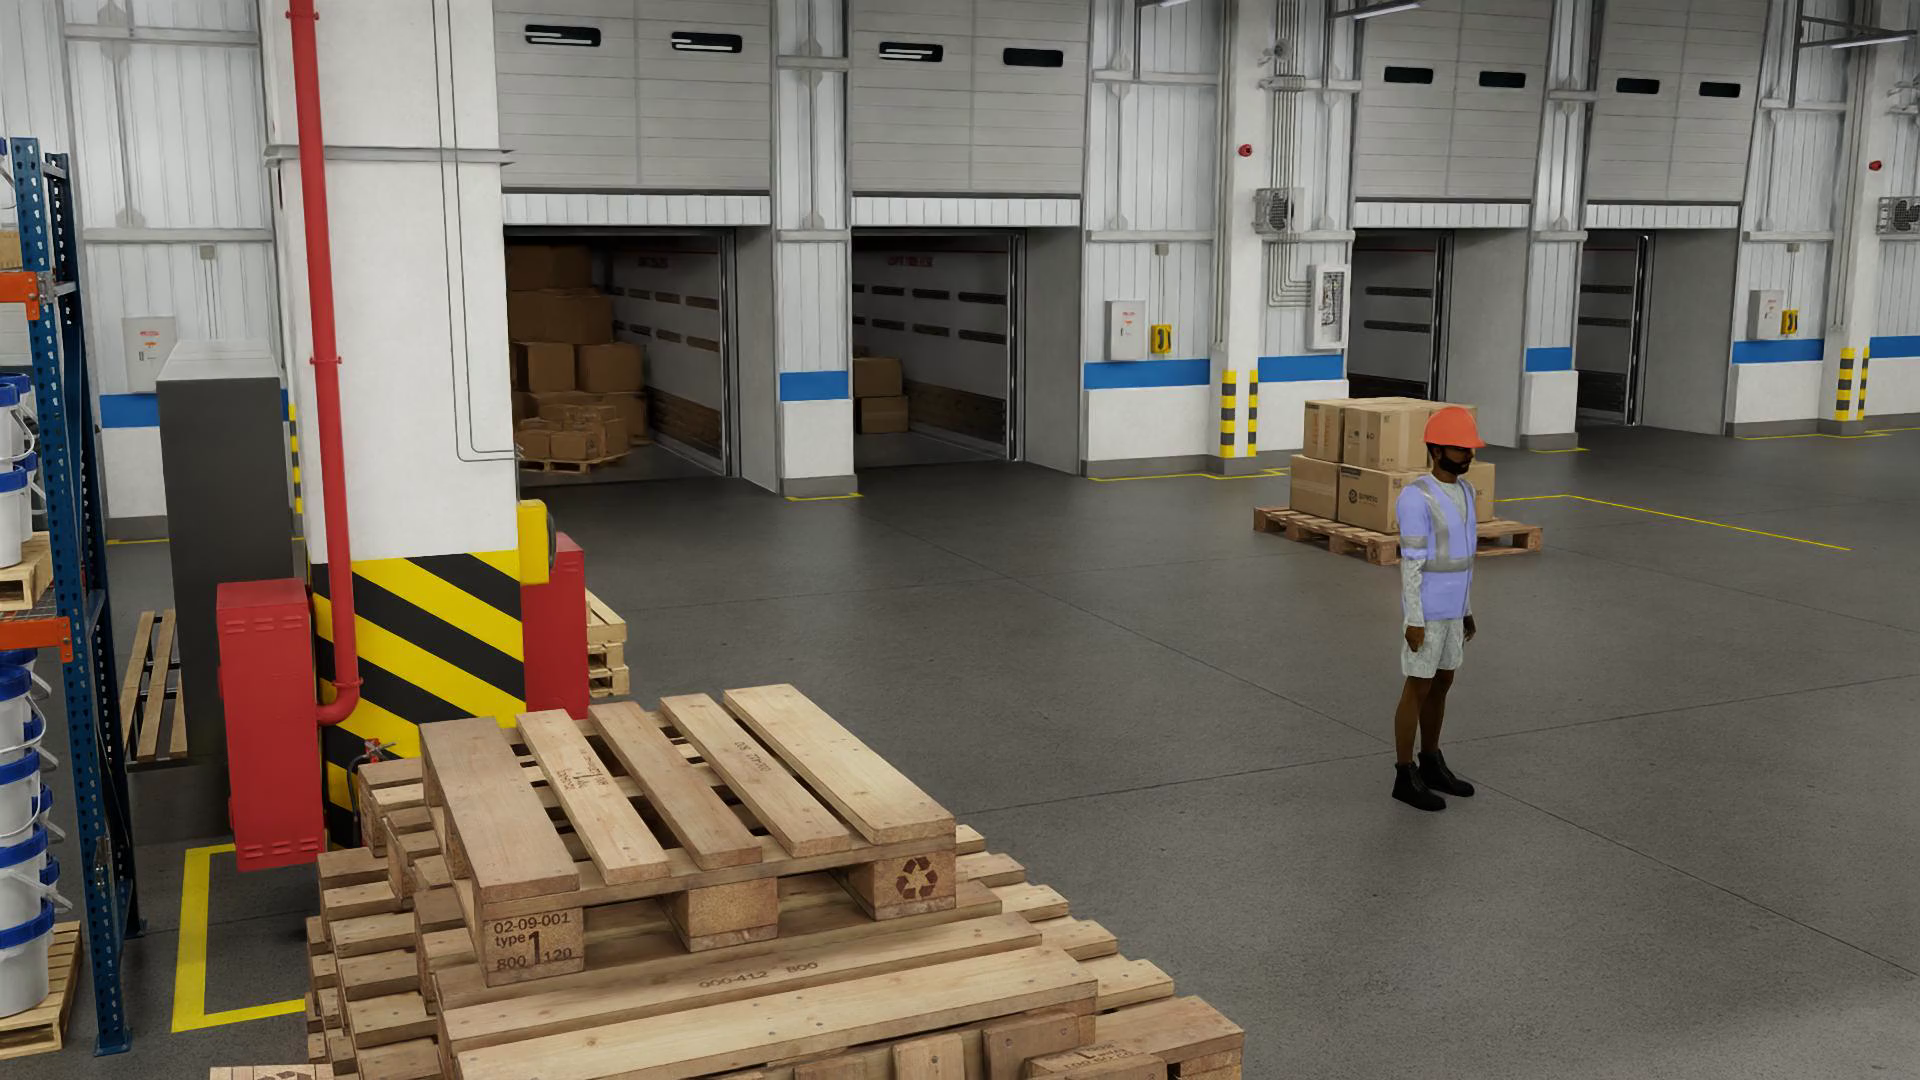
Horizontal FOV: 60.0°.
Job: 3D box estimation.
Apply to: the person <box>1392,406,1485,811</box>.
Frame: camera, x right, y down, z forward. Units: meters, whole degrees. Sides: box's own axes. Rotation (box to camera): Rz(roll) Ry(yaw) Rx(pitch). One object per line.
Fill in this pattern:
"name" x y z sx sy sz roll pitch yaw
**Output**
"person" 2.318 0.321 8.017 0.544 1.939 0.354 -10 14 -44
